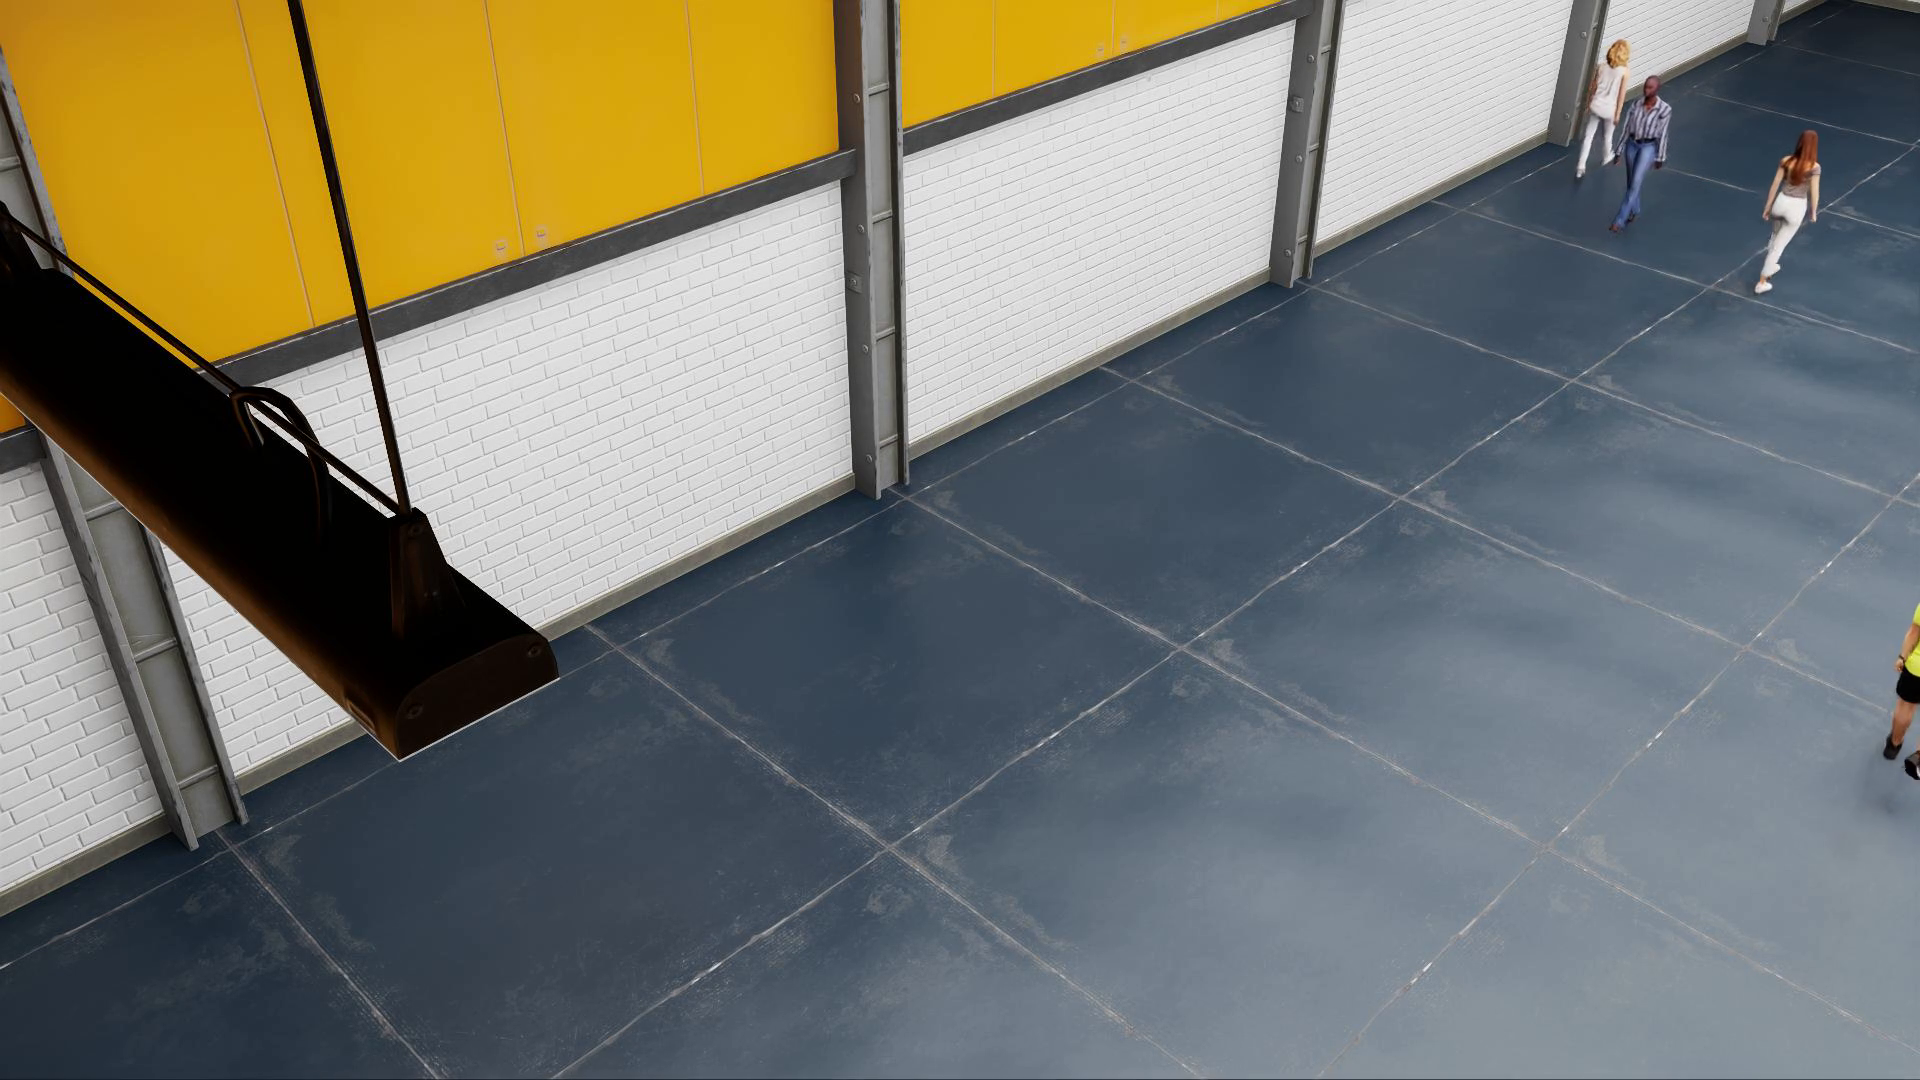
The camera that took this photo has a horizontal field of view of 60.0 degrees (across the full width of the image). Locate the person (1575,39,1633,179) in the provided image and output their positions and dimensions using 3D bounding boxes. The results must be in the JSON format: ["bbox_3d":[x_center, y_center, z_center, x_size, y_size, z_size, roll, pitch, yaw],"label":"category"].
[{"bbox_3d":[7.694,-5.140,19.992,0.664,1.617,1.070,26,41,33],"label":"person"}]

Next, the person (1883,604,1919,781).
[{"bbox_3d":[6.403,0.849,10.910,0.702,1.696,0.879,21,39,28],"label":"person"}]

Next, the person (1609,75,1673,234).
[{"bbox_3d":[7.673,-4.352,18.681,0.640,1.755,1.079,28,43,35],"label":"person"}]

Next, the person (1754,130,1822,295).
[{"bbox_3d":[8.543,-3.367,17.251,0.946,1.698,0.673,-23,40,-30],"label":"person"}]
